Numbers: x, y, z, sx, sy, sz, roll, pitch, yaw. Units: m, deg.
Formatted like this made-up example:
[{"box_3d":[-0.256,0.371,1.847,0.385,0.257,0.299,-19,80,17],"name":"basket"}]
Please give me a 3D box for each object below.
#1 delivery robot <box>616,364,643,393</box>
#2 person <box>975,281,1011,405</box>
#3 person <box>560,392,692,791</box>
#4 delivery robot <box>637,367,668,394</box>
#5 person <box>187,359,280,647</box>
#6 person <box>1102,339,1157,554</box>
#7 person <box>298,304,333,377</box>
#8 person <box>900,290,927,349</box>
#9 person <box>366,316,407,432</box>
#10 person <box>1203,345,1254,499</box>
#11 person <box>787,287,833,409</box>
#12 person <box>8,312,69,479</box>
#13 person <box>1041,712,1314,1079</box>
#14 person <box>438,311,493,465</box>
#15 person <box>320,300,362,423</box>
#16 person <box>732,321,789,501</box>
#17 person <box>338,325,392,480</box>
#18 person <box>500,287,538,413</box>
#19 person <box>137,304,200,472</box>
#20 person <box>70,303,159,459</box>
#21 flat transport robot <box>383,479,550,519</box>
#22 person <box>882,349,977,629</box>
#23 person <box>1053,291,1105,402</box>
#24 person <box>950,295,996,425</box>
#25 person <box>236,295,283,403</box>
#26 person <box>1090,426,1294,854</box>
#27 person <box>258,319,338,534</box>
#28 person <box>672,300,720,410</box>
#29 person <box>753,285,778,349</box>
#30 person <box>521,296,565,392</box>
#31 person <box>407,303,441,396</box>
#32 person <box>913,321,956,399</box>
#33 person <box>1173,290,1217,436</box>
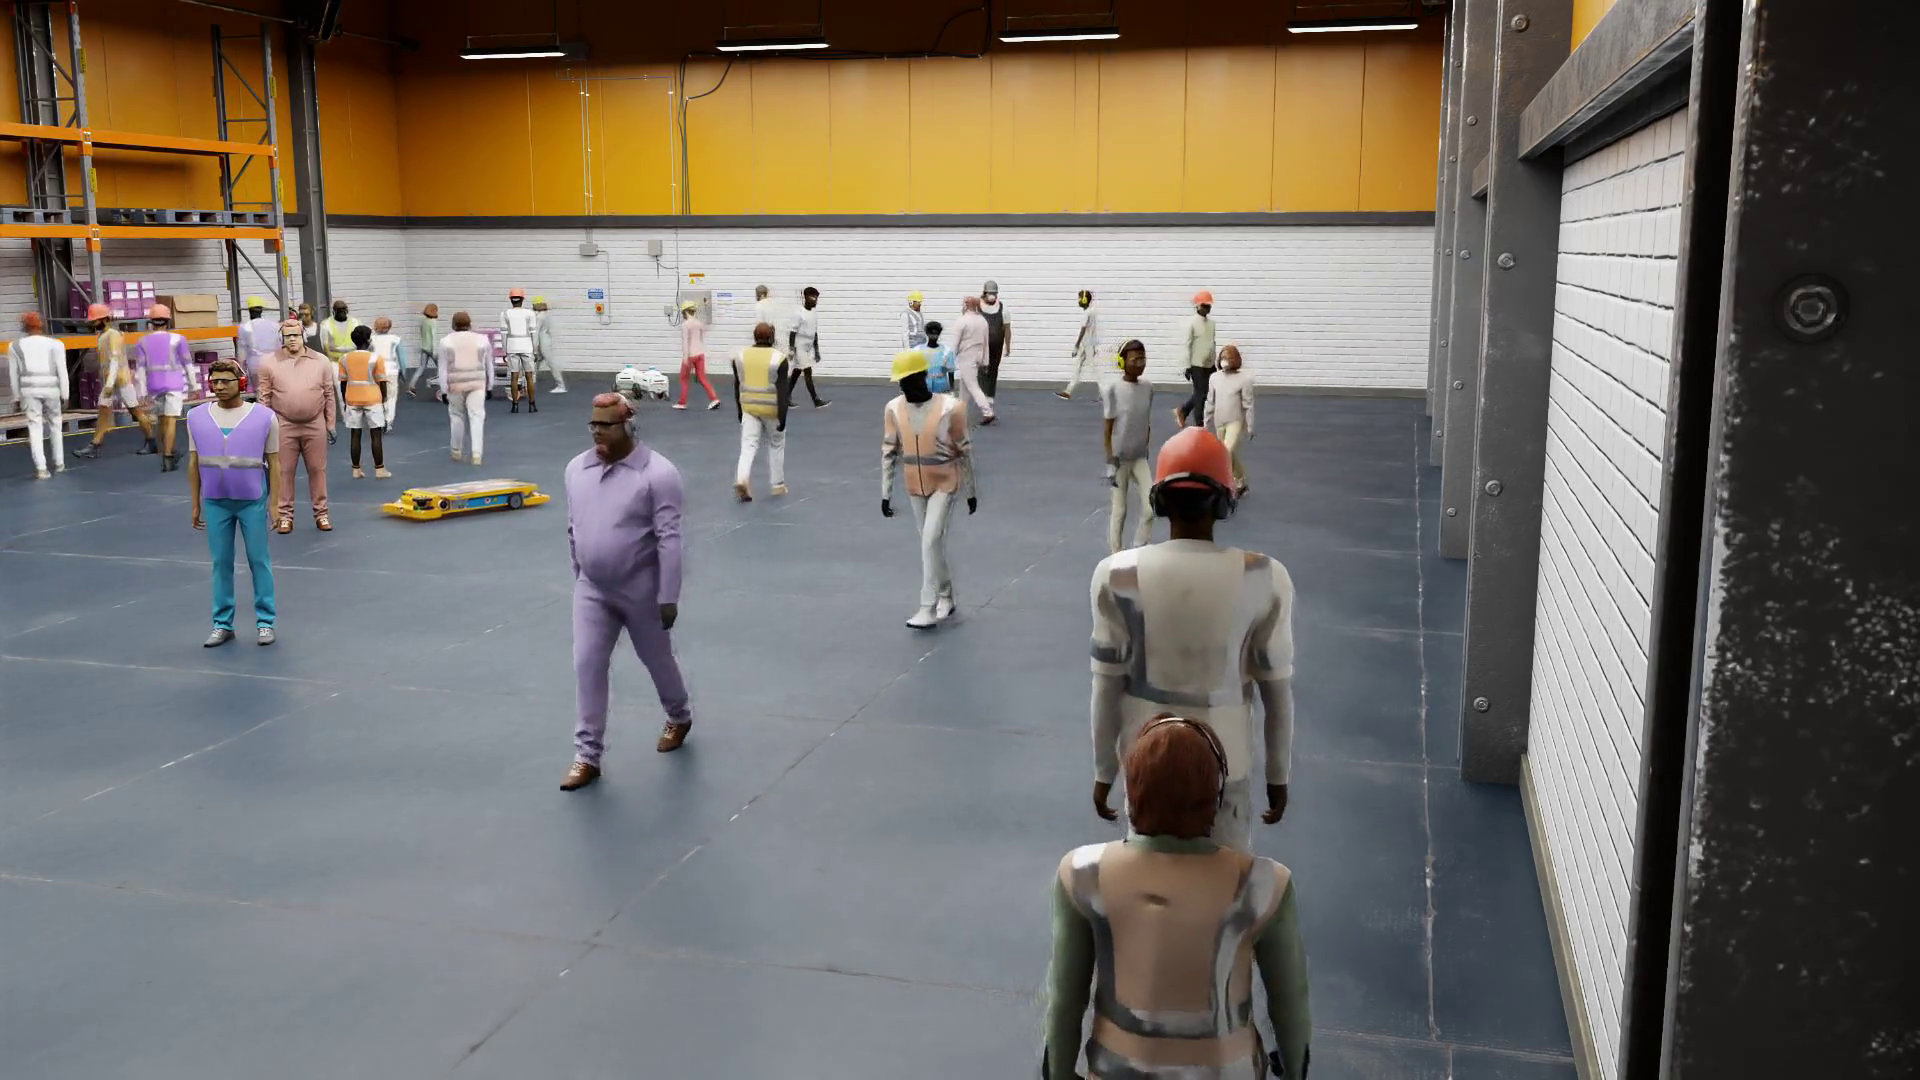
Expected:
[{"box_3d":[-5.591,-2.737,28.189,0.477,0.478,0.707,0,10,1],"name":"delivery robot"},{"box_3d":[0.484,-3.149,26.584,0.703,2.000,0.931,-2,10,-9],"name":"person"},{"box_3d":[-1.619,0.202,8.115,0.656,1.867,0.969,3,11,18],"name":"person"},{"box_3d":[-5.108,-2.636,27.619,0.477,0.478,0.707,-5,11,-28],"name":"delivery robot"},{"box_3d":[-4.633,-0.241,10.662,0.566,1.847,0.389,-1,10,-8],"name":"person"},{"box_3d":[1.293,-0.594,12.651,0.523,1.853,0.502,-5,11,-26],"name":"person"},{"box_3d":[-8.884,-2.338,22.765,0.520,1.782,0.952,-2,10,-14],"name":"person"},{"box_3d":[-0.754,-3.218,27.572,0.404,1.830,0.588,5,11,25],"name":"person"},{"box_3d":[-7.860,-2.251,22.722,0.551,1.606,0.693,-1,10,-4],"name":"person"},{"box_3d":[2.695,-1.150,16.537,0.511,1.591,0.868,9,14,43],"name":"person"},{"box_3d":[-2.417,-3.002,26.103,0.929,1.909,0.630,3,11,18],"name":"person"},{"box_3d":[-10.236,-1.615,18.528,0.587,1.834,0.971,-5,11,-24],"name":"person"},{"box_3d":[0.463,1.150,3.486,0.525,1.596,0.836,4,11,21],"name":"person"},{"box_3d":[-5.832,-1.793,19.634,0.639,1.789,0.982,-4,11,-24],"name":"person"},{"box_3d":[-9.057,-2.628,24.449,0.643,1.802,1.011,-5,11,-28],"name":"person"},{"box_3d":[-2.019,-1.303,16.799,0.620,1.814,0.881,3,10,14],"name":"person"},{"box_3d":[-6.518,-1.502,18.219,0.540,1.697,0.317,1,10,4],"name":"person"},{"box_3d":[-6.761,-2.908,25.536,0.543,1.928,0.374,-2,10,-12],"name":"person"},{"box_3d":[-9.108,-1.761,19.163,0.569,1.883,0.993,-1,10,-4],"name":"person"},{"box_3d":[-10.253,-1.922,20.141,0.578,1.869,1.034,8,13,39],"name":"person"},{"box_3d":[-4.762,-0.413,16.100,0.652,0.197,1.431,9,13,40],"name":"flat transport robot"},{"box_3d":[-0.226,-0.344,11.164,0.604,1.873,0.887,6,12,29],"name":"person"},{"box_3d":[2.017,-3.174,27.369,0.967,1.810,0.542,2,10,9],"name":"person"},{"box_3d":[0.169,-2.581,23.884,0.982,1.863,0.644,7,12,36],"name":"person"},{"box_3d":[-9.316,-2.295,22.123,0.430,1.908,0.584,7,12,35],"name":"person"},{"box_3d":[0.691,0.667,5.048,0.620,2.019,0.857,2,10,10],"name":"person"},{"box_3d":[-5.901,-1.011,14.853,0.653,1.906,0.408,-5,11,-26],"name":"person"},{"box_3d":[-4.120,-2.880,25.977,0.827,1.721,0.532,6,12,30],"name":"person"},{"box_3d":[-3.359,-3.354,28.134,0.844,1.900,0.641,6,12,31],"name":"person"},{"box_3d":[-7.366,-3.413,29.078,0.931,1.689,0.496,-1,10,-6],"name":"person"},{"box_3d":[-9.102,-3.248,28.423,0.531,1.591,0.841,9,13,41],"name":"person"},{"box_3d":[-0.319,-1.749,19.667,0.549,1.665,0.734,-1,10,-5],"name":"person"},{"box_3d":[3.186,-2.374,22.375,0.673,1.981,0.629,9,13,41],"name":"person"}]
